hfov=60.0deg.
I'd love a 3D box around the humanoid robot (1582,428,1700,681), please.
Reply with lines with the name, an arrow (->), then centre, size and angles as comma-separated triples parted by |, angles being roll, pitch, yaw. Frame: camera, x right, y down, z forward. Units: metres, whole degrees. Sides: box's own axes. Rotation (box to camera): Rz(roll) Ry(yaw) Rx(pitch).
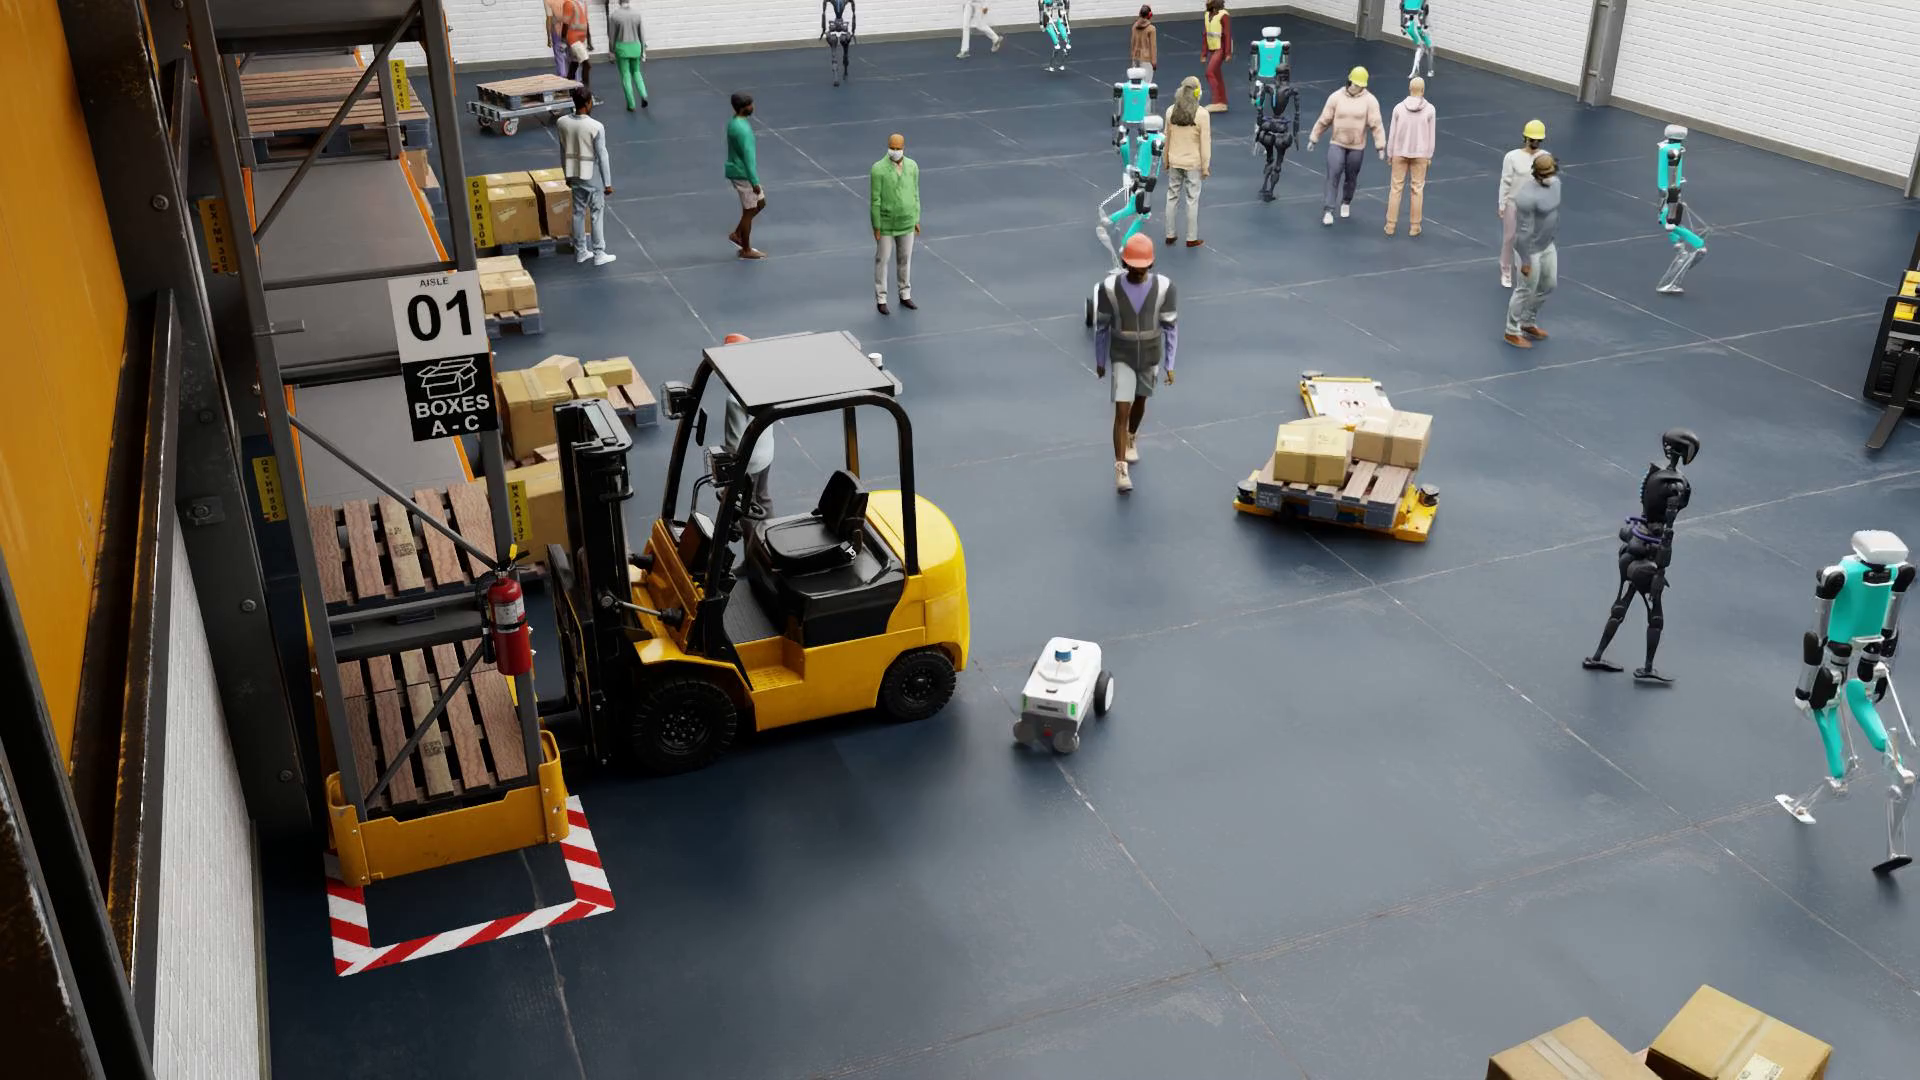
humanoid robot -> 4.251, 0.089, 10.257 | 0.533, 1.642, 0.585 | 4, 27, 7

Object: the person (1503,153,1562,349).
person -> 5.376, -2.701, 15.556 | 0.724, 1.896, 0.396 | -23, 35, -38

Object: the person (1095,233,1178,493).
person -> 1.357, -1.404, 12.873 | 0.615, 1.990, 1.020 | -1, 27, -2

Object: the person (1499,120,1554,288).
person -> 5.831, -3.472, 17.234 | 0.522, 1.757, 0.384 | 3, 27, 5

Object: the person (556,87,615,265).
person -> -4.035, -3.918, 17.961 | 0.595, 1.908, 0.408 | 11, 29, 20

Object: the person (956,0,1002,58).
person -> 0.309, -9.310, 28.753 | 0.811, 1.851, 0.619 | -22, 34, -36

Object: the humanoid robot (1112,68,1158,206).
humanoid robot -> 2.103, -4.893, 20.161 | 0.540, 1.764, 1.047 | 3, 27, 5

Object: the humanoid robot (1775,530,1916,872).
humanoid robot -> 4.755, 0.902, 8.571 | 0.543, 1.764, 0.949 | -6, 27, -11

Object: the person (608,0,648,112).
person -> -4.965, -7.313, 24.793 | 0.520, 1.835, 0.406 | -16, 31, -29

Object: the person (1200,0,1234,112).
person -> 3.806, -7.271, 24.822 | 0.543, 1.732, 0.562 | -9, 28, -17

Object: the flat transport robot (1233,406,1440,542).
flat transport robot -> 2.855, -0.307, 12.599 | 1.431, 0.231, 0.659 | 11, 29, 21

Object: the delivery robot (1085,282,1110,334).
delivery robot -> 1.474, -2.252, 16.135 | 0.499, 0.582, 0.764 | 1, 27, 2

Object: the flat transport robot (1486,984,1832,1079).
flat transport robot -> 2.719, 2.727, 6.564 | 0.659, 0.231, 1.431 | -13, 29, -24

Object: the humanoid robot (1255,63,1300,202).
humanoid robot -> 3.889, -5.001, 20.367 | 0.593, 1.646, 0.459 | 18, 32, 32

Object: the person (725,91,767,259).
person -> -2.326, -3.952, 18.105 | 0.458, 1.835, 0.505 | -6, 27, -11

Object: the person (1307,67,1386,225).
person -> 4.522, -4.615, 19.451 | 0.895, 1.806, 0.885 | 7, 28, 14

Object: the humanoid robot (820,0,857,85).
humanoid robot -> -1.965, -8.189, 26.762 | 0.601, 1.631, 0.786 | 0, 27, 1

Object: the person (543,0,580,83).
person -> -6.174, -7.844, 25.849 | 0.380, 1.838, 0.565 | 19, 33, 34

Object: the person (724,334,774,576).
person -> -1.475, -0.589, 11.524 | 0.348, 1.738, 0.572 | 8, 28, 16

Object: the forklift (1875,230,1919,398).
forklift -> 9.029, -2.397, 14.618 | 1.214, 2.155, 2.313 | 18, 32, 32

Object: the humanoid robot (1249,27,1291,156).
humanoid robot -> 4.140, -5.966, 22.335 | 0.543, 1.877, 0.765 | 6, 27, 11

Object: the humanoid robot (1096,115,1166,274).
humanoid robot -> 1.767, -3.524, 17.382 | 0.882, 1.777, 0.544 | -3, 27, -7

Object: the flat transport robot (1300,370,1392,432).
flat transport robot -> 3.310, -1.089, 14.153 | 0.659, 0.231, 1.431 | 2, 27, 3

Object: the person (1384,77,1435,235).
person -> 5.136, -4.368, 18.992 | 0.522, 1.781, 0.406 | 7, 27, 13

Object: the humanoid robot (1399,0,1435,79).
humanoid robot -> 7.552, -8.404, 27.136 | 0.879, 1.836, 0.552 | -18, 32, -32

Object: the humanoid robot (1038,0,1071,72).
humanoid robot -> 1.590, -8.458, 27.027 | 0.533, 1.677, 0.735 | -8, 28, -15

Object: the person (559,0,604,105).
person -> -5.749, -7.573, 25.213 | 0.812, 1.913, 0.658 | 4, 27, 8

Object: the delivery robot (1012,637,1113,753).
delivery robot -> 0.604, 0.885, 9.921 | 0.521, 0.607, 0.778 | 8, 28, 15

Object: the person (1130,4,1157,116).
person -> 2.675, -7.005, 24.388 | 0.462, 1.648, 0.327 | 23, 35, 38

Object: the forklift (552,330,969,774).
forklift -> -1.094, 0.010, 9.831 | 2.313, 2.155, 1.214 | -10, 28, -20

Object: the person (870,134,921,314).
person -> -0.639, -3.159, 16.589 | 0.539, 1.782, 0.388 | -12, 29, -23

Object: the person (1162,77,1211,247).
person -> 2.517, -4.214, 18.585 | 0.558, 1.874, 0.390 | 16, 31, 29

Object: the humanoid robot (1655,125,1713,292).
humanoid robot -> 7.400, -3.301, 16.971 | 0.758, 1.826, 0.530 | 5, 27, 10
